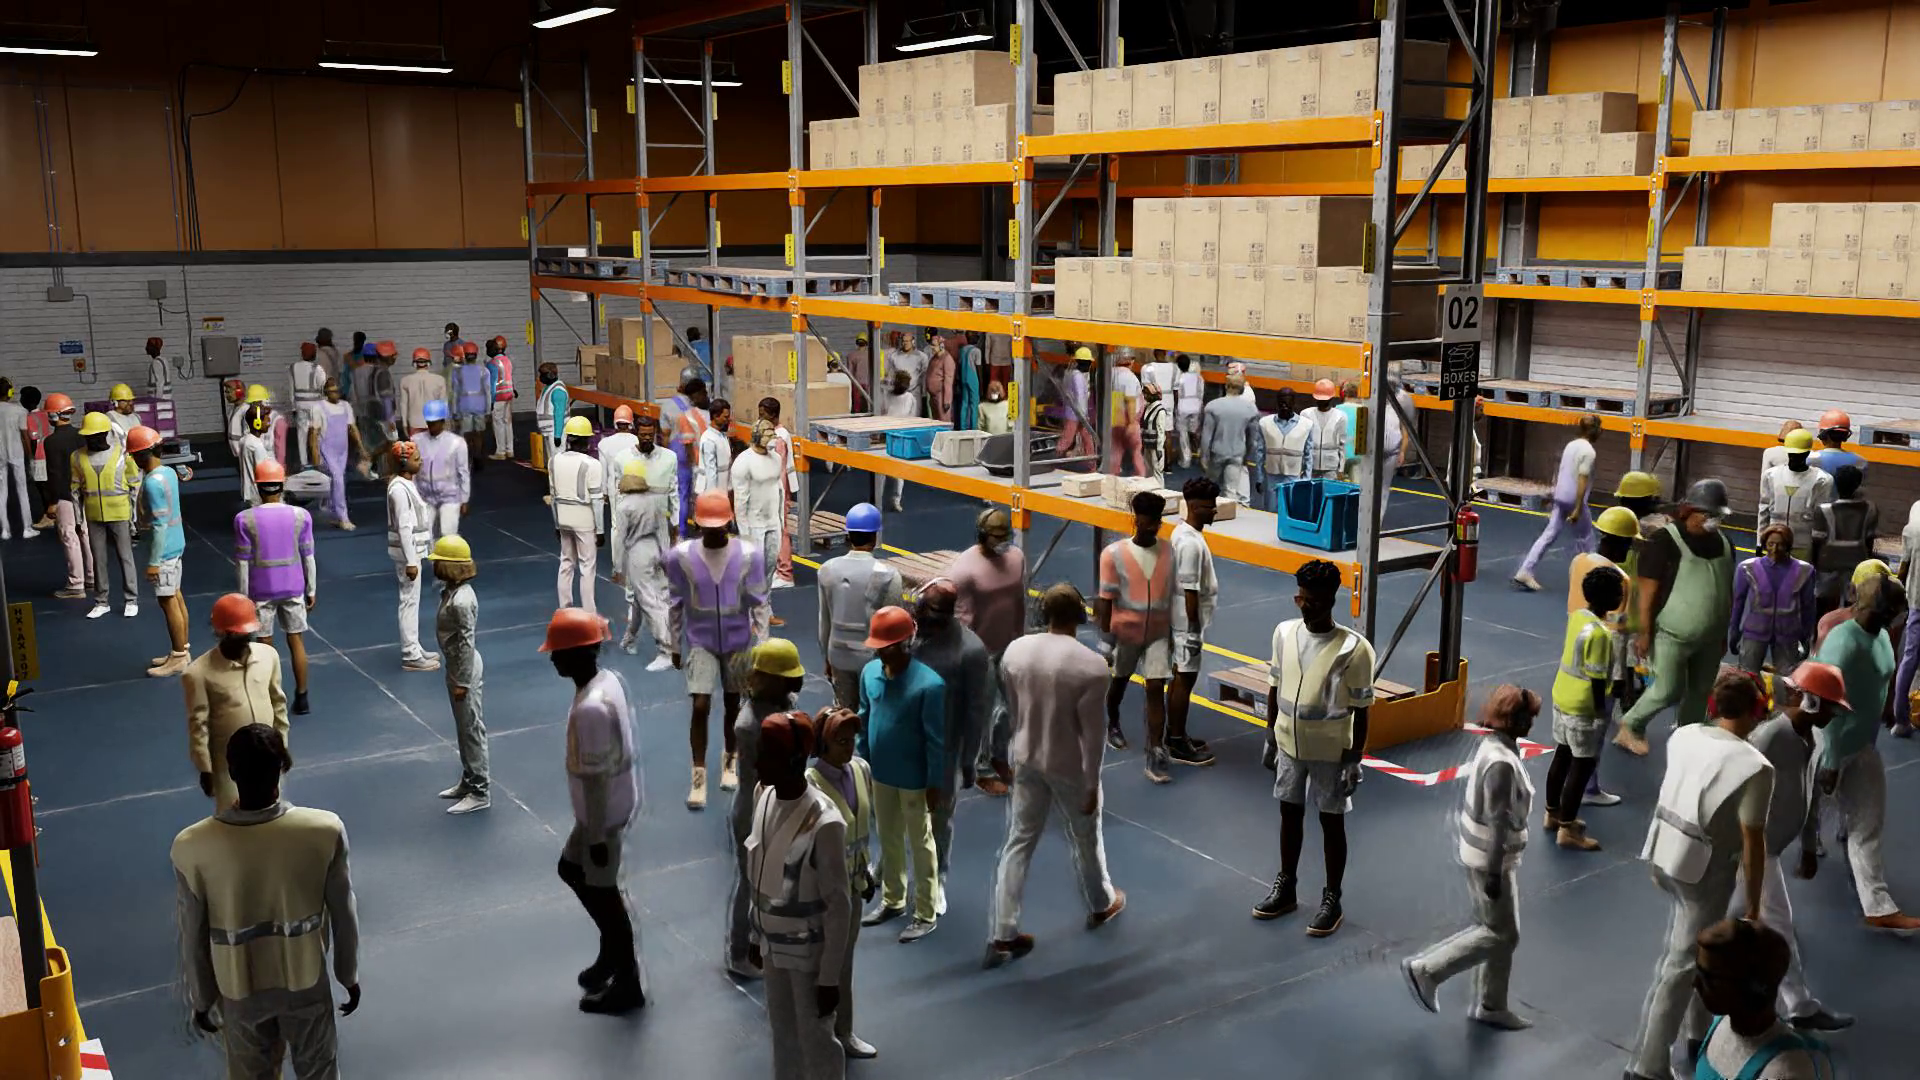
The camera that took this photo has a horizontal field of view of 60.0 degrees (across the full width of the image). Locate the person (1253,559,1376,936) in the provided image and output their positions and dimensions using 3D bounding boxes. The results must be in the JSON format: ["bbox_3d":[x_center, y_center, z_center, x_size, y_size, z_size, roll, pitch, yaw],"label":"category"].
[{"bbox_3d":[1.830,1.060,8.618,0.603,1.966,0.367,10,15,43],"label":"person"}]

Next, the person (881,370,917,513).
[{"bbox_3d":[-0.819,-1.221,20.708,0.570,1.803,0.450,-1,11,-6],"label":"person"}]

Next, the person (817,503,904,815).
[{"bbox_3d":[-0.602,0.735,10.360,0.611,1.940,0.415,7,13,30],"label":"person"}]

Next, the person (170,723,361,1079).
[{"bbox_3d":[-2.476,1.594,6.009,0.593,1.920,0.392,-4,12,-20],"label":"person"}]

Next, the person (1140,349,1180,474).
[{"bbox_3d":[2.855,-1.907,23.843,0.599,1.958,0.374,-3,12,-16],"label":"person"}]

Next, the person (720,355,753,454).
[{"bbox_3d":[-3.161,-1.780,23.831,0.589,1.716,0.808,-11,15,-44],"label":"person"}]

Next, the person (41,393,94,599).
[{"bbox_3d":[-8.662,-0.429,16.164,0.385,1.993,0.623,1,11,6],"label":"person"}]

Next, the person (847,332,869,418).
[{"bbox_3d":[-1.635,-2.596,27.844,0.533,1.768,0.310,-2,11,-8],"label":"person"}]

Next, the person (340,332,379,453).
[{"bbox_3d":[-9.379,-2.324,26.112,0.819,1.903,0.420,4,12,21],"label":"person"}]

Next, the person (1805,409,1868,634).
[{"bbox_3d":[7.529,-0.121,14.503,0.609,2.039,0.399,0,11,-1],"label":"person"}]

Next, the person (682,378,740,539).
[{"bbox_3d":[-2.731,-0.854,18.581,0.714,1.913,0.415,-4,12,-21],"label":"person"}]

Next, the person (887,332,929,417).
[{"bbox_3d":[-0.815,-2.268,25.807,0.648,1.907,0.409,1,11,6],"label":"person"}]

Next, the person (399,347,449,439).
[{"bbox_3d":[-7.027,-1.533,21.853,0.617,1.985,0.411,-3,11,-15],"label":"person"}]

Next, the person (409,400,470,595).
[{"bbox_3d":[-5.087,-0.410,16.219,0.636,1.929,0.437,1,11,5],"label":"person"}]

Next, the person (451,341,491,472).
[{"bbox_3d":[-7.006,-1.894,23.891,0.565,1.910,0.700,-4,12,-21],"label":"person"}]

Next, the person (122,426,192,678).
[{"bbox_3d":[-6.458,0.094,13.392,0.392,2.033,0.605,-3,11,-15],"label":"person"}]

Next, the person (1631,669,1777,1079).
[{"bbox_3d":[3.200,1.441,7.095,0.793,1.798,0.680,-2,11,-12],"label":"person"}]

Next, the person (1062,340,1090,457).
[{"bbox_3d":[1.785,-2.190,25.608,0.430,1.837,0.629,1,11,5],"label":"person"}]

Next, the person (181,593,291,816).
[{"bbox_3d":[-3.803,1.128,8.850,0.353,1.742,0.567,7,13,32],"label":"person"}]

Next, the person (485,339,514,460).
[{"bbox_3d":[-7.046,-2.143,25.374,0.432,1.836,0.618,1,11,7],"label":"person"}]

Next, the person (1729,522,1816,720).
[{"bbox_3d":[5.562,0.682,11.421,0.528,1.631,0.315,4,12,22],"label":"person"}]

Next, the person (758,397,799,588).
[{"bbox_3d":[-1.826,-0.480,16.670,0.404,1.906,0.598,-3,11,-14],"label":"person"}]

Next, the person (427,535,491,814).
[{"bbox_3d":[-3.133,0.826,10.382,0.290,1.746,0.487,-5,12,-24],"label":"person"}]

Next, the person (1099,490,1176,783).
[{"bbox_3d":[1.201,0.592,11.184,0.602,1.906,1.077,-2,11,-8],"label":"person"}]

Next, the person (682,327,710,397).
[{"bbox_3d":[-4.548,-2.763,28.641,0.640,1.784,0.976,-9,14,-39],"label":"person"}]

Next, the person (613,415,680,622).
[{"bbox_3d":[-2.860,-0.199,15.220,0.586,1.910,0.396,-4,12,-19],"label":"person"}]

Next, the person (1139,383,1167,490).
[{"bbox_3d":[2.414,-1.144,20.762,0.313,1.634,0.514,-4,12,-19],"label":"person"}]

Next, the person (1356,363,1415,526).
[{"bbox_3d":[4.976,-1.129,19.631,0.717,2.000,0.820,3,12,17],"label":"person"}]

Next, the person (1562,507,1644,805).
[{"bbox_3d":[4.026,0.729,10.461,0.397,1.912,0.591,-2,11,-9],"label":"person"}]

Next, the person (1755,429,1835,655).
[{"bbox_3d":[7.063,0.007,14.135,0.397,1.920,0.586,-11,15,-44],"label":"person"}]

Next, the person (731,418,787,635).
[{"bbox_3d":[-1.774,-0.125,14.791,0.359,1.931,0.634,7,13,31],"label":"person"}]

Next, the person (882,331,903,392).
[{"bbox_3d":[-1.043,-2.417,26.660,0.415,1.867,0.591,-9,14,-37],"label":"person"}]

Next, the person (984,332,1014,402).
[{"bbox_3d":[0.751,-3.282,30.762,0.611,1.996,0.378,-3,11,-13],"label":"person"}]

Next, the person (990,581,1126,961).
[{"bbox_3d":[0.482,1.145,8.425,0.630,1.888,0.989,7,13,32],"label":"person"}]

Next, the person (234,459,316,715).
[{"bbox_3d":[-5.053,0.363,12.302,0.549,1.925,0.384,-7,13,-33],"label":"person"}]

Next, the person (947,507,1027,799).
[{"bbox_3d":[0.197,0.715,10.520,0.657,1.911,0.448,-9,14,-38],"label":"person"}]

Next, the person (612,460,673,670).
[{"bbox_3d":[-2.642,0.191,13.809,0.855,1.686,0.557,6,13,30],"label":"person"}]

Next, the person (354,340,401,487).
[{"bbox_3d":[-7.857,-1.694,22.553,0.633,2.026,0.611,-5,12,-22],"label":"person"}]

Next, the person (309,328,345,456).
[{"bbox_3d":[-9.805,-2.283,25.534,0.543,2.000,0.712,3,11,15],"label":"person"}]

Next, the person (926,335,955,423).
[{"bbox_3d":[-0.320,-2.159,25.282,0.400,1.899,0.636,-5,12,-22],"label":"person"}]

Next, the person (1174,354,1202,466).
[{"bbox_3d":[3.334,-1.902,24.488,0.545,1.680,0.369,-5,12,-26],"label":"person"}]

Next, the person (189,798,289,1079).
[{"bbox_3d":[-2.614,1.733,6.170,0.510,1.603,0.785,4,12,18],"label":"person"}]

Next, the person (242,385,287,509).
[{"bbox_3d":[-7.869,-0.844,18.752,0.630,1.808,0.534,4,12,21],"label":"person"}]

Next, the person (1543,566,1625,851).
[{"bbox_3d":[3.674,0.973,9.785,0.346,1.679,0.539,2,11,9],"label":"person"}]

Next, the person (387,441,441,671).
[{"bbox_3d":[-4.488,0.128,13.607,0.355,1.882,0.575,-3,12,-16],"label":"person"}]

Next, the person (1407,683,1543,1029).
[{"bbox_3d":[2.373,1.443,7.559,0.486,1.612,0.543,4,12,19],"label":"person"}]

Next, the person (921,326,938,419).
[{"bbox_3d":[-0.459,-2.650,27.888,0.322,1.863,0.524,9,14,39],"label":"person"}]

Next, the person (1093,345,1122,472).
[{"bbox_3d":[2.198,-2.001,24.093,0.535,2.000,0.681,-1,11,-3],"label":"person"}]
